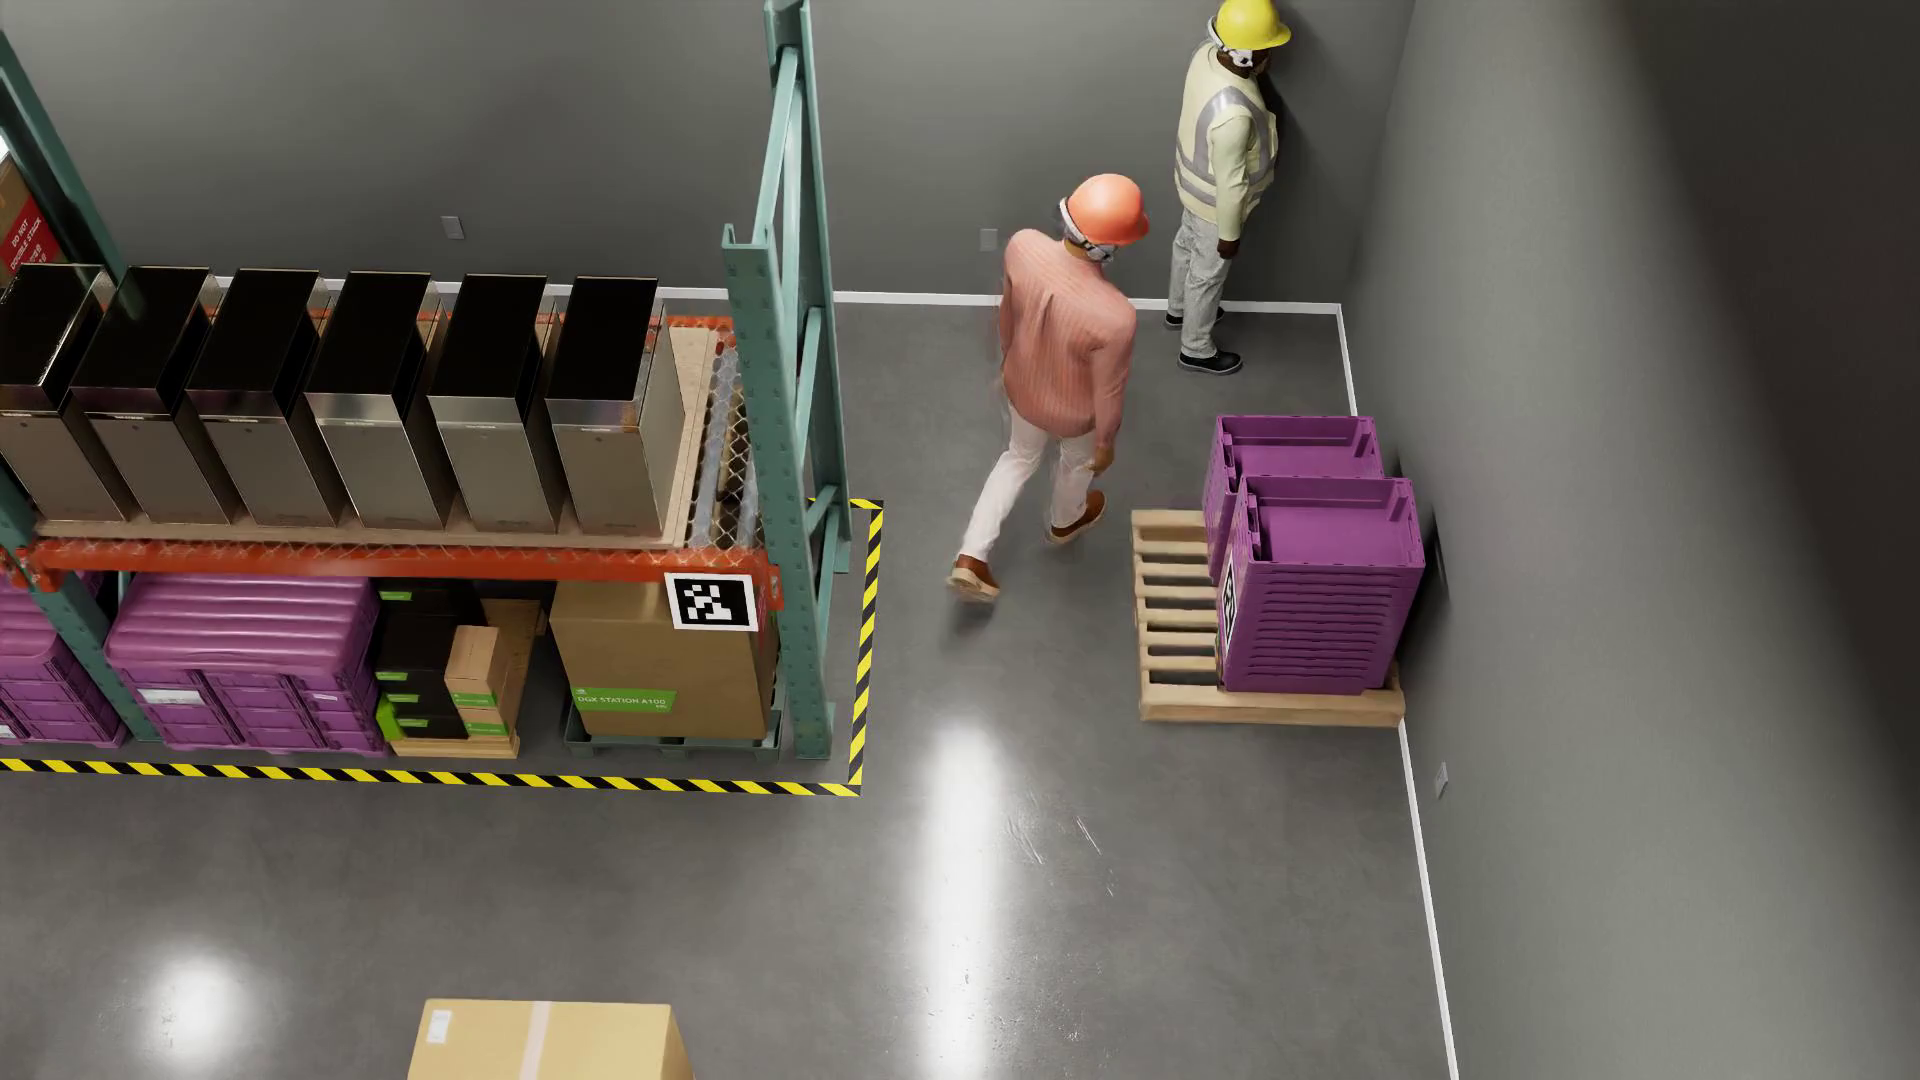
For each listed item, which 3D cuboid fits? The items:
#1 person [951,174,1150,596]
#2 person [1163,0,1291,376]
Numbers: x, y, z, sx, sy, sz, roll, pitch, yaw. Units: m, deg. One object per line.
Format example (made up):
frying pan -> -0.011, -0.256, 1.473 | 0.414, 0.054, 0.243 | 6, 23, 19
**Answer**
person -> 0.299, -0.501, 6.092 | 0.631, 1.947, 0.833 | 38, 61, 26
person -> 1.088, -1.467, 6.913 | 0.404, 1.832, 0.597 | -5, 52, -4
